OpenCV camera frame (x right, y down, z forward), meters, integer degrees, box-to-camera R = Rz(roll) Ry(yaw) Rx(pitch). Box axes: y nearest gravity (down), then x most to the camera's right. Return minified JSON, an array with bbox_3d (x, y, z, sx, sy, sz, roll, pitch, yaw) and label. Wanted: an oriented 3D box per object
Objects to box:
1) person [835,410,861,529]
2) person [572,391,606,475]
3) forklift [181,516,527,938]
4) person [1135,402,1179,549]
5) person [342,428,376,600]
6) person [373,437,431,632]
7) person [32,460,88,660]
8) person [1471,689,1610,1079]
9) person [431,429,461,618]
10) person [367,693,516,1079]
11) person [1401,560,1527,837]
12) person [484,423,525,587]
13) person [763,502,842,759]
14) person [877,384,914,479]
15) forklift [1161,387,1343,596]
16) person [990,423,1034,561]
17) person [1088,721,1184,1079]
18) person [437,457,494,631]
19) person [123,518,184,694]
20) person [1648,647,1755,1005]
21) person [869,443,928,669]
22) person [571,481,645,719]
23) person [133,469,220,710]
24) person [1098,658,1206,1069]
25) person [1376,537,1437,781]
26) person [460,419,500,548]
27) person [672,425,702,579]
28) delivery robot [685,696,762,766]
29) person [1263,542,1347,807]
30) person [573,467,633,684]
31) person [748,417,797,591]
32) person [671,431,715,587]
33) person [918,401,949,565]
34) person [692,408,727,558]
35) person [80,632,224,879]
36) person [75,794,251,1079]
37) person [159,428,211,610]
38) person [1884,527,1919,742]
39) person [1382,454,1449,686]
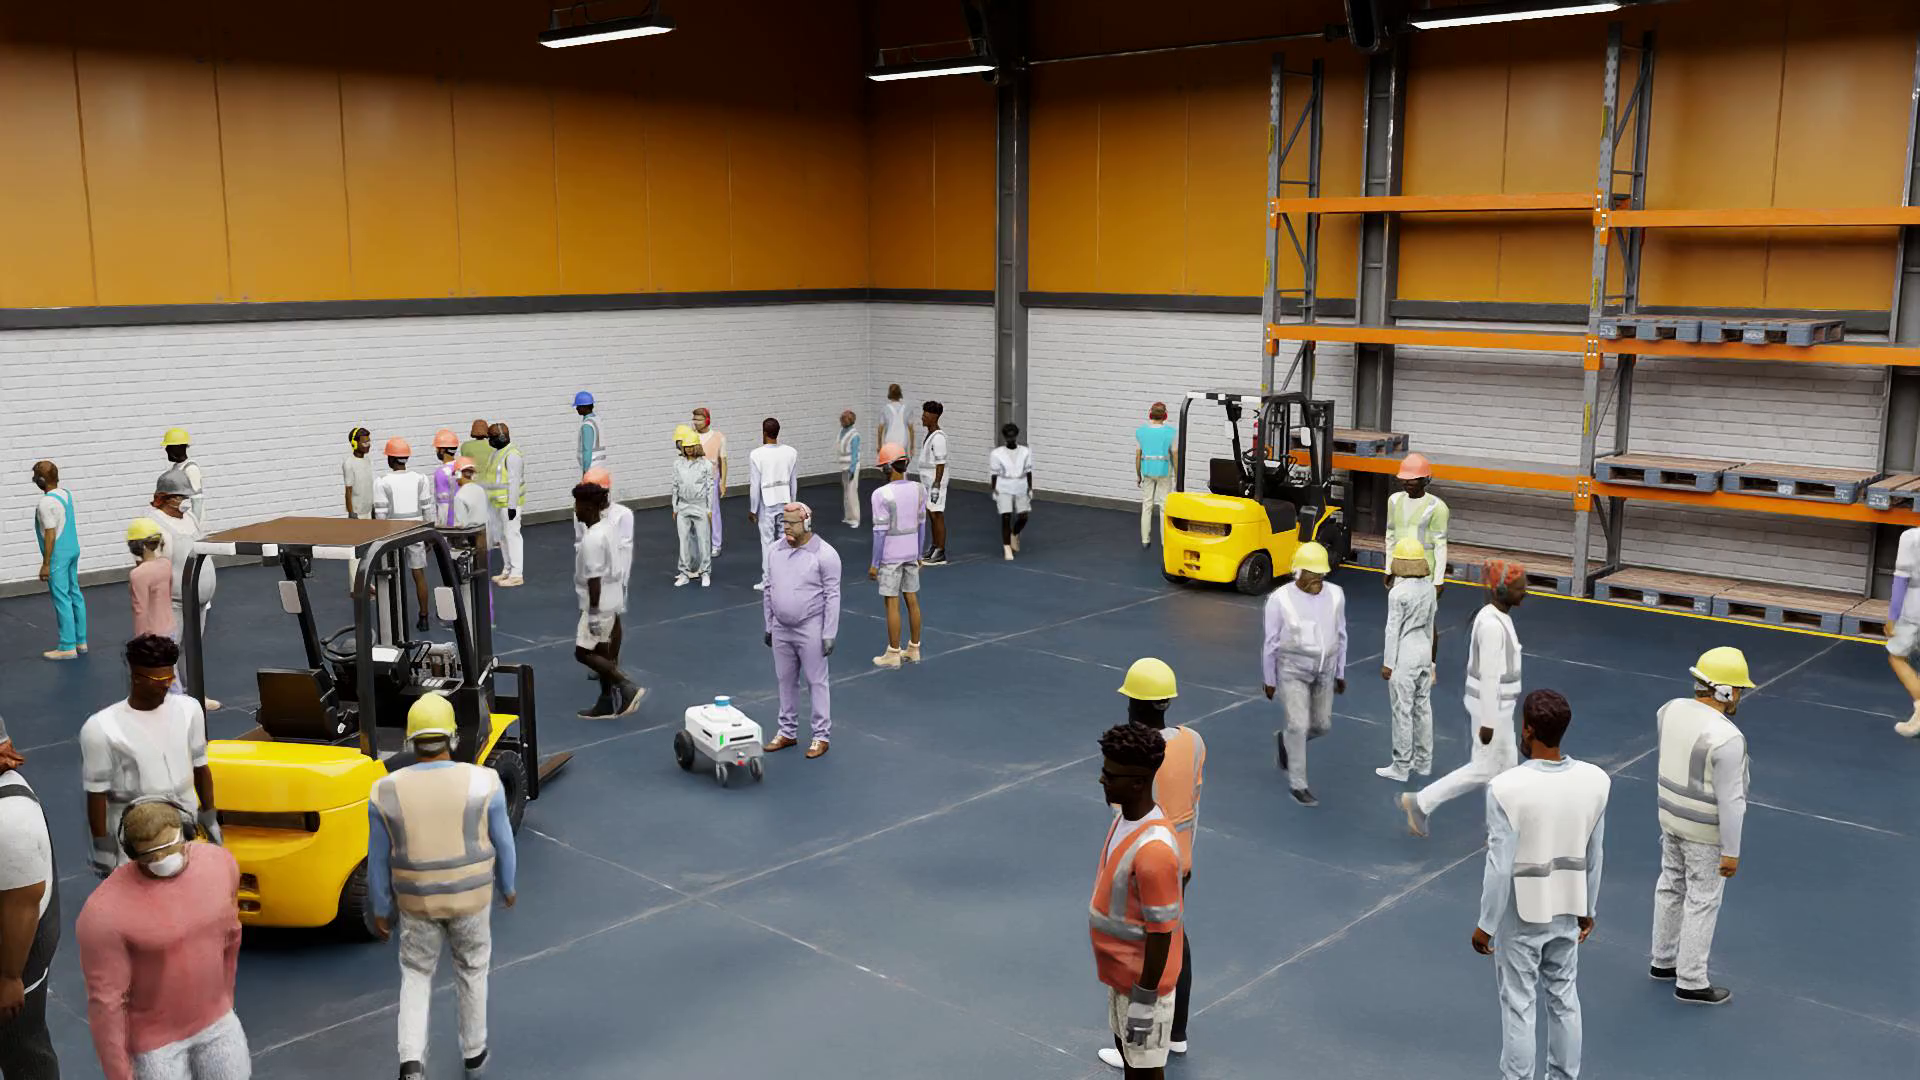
[{"bbox_3d":[-1.536,-0.970,22.501,0.329,1.608,0.659,-5,11,-27],"label":"person"},{"bbox_3d":[-4.776,-0.955,21.479,0.417,1.939,0.605,0,10,0],"label":"person"},{"bbox_3d":[-3.583,0.976,9.748,1.214,2.155,2.313,2,10,11],"label":"forklift"},{"bbox_3d":[2.470,-0.800,20.840,0.568,1.849,0.386,4,11,22],"label":"person"},{"bbox_3d":[-6.429,-0.284,17.885,0.323,1.861,0.511,1,10,6],"label":"person"},{"bbox_3d":[-5.452,-0.042,16.270,0.552,1.938,0.356,-7,12,-36],"label":"person"},{"bbox_3d":[-8.290,0.181,15.288,0.344,1.840,0.507,0,10,-1],"label":"person"},{"bbox_3d":[2.475,1.580,7.094,0.597,1.917,0.375,-4,11,-20],"label":"person"},{"bbox_3d":[-5.182,-0.161,16.948,0.362,1.939,0.542,3,10,16],"label":"person"},{"bbox_3d":[-2.307,1.579,7.422,0.620,1.819,0.538,-2,10,-9],"label":"person"},{"bbox_3d":[3.236,1.035,10.390,0.784,1.864,0.582,4,11,20],"label":"person"},{"bbox_3d":[-5.106,-0.405,18.666,0.429,1.831,0.632,-7,12,-35],"label":"person"},{"bbox_3d":[-1.202,0.662,12.360,0.648,1.907,0.409,5,11,28],"label":"person"},{"bbox_3d":[-0.956,-1.365,24.177,0.505,1.800,0.925,-3,10,-16],"label":"person"},{"bbox_3d":[3.298,-0.608,18.767,1.214,2.155,2.313,9,13,42],"label":"forklift"},{"bbox_3d":[0.624,-0.592,20.123,0.549,1.678,0.398,-2,10,-11],"label":"person"},{"bbox_3d":[0.678,1.663,6.489,0.367,1.966,0.607,-1,10,-5],"label":"person"},{"bbox_3d":[-4.928,0.041,16.455,0.607,1.710,0.622,2,10,10],"label":"person"},{"bbox_3d":[-6.076,0.708,12.503,0.328,1.765,0.531,0,10,-1],"label":"person"},{"bbox_3d":[3.704,1.418,8.306,0.403,1.820,0.603,-2,10,-10],"label":"person"},{"bbox_3d":[-0.577,0.143,14.952,0.605,2.035,0.384,-10,14,-43],"label":"person"},{"bbox_3d":[-2.821,0.497,13.170,0.494,1.948,0.620,0,10,2],"label":"person"},{"bbox_3d":[-6.224,0.430,13.298,0.536,2.000,0.684,2,10,9],"label":"person"},{"bbox_3d":[0.866,1.484,7.616,0.368,1.928,0.585,10,14,44],"label":"person"},{"bbox_3d":[3.183,0.839,11.844,0.480,1.733,0.343,-8,13,-39],"label":"person"},{"bbox_3d":[-6.001,-0.703,20.902,0.503,1.632,0.274,-2,10,-12],"label":"person"},{"bbox_3d":[-3.111,-0.434,18.997,0.313,1.768,0.522,1,10,7],"label":"person"},{"bbox_3d":[-1.703,1.364,11.938,0.477,0.478,0.707,-6,12,-30],"label":"delivery robot"},{"bbox_3d":[2.332,0.875,11.417,0.595,1.805,0.675,-4,11,-20],"label":"person"},{"bbox_3d":[-3.062,0.319,14.306,0.537,1.911,0.454,1,10,3],"label":"person"},{"bbox_3d":[-2.051,-0.387,18.296,0.590,1.919,0.392,-8,13,-38],"label":"person"},{"bbox_3d":[-2.979,-0.345,18.556,0.486,1.744,0.294,1,10,6],"label":"person"},{"bbox_3d":[-0.322,-0.687,19.865,0.365,1.966,0.608,-2,10,-11],"label":"person"},{"bbox_3d":[-3.105,-0.704,20.314,0.568,1.840,0.374,3,10,18],"label":"person"},{"bbox_3d":[-3.962,1.391,8.129,0.509,1.938,0.610,6,12,32],"label":"person"},{"bbox_3d":[-2.841,1.784,5.991,0.497,1.896,0.653,6,12,30],"label":"person"},{"bbox_3d":[-8.032,-0.205,17.237,0.366,1.926,0.593,-9,14,-42],"label":"person"},{"bbox_3d":[7.364,0.560,12.617,0.634,2.019,0.540,0,10,-2],"label":"person"},{"bbox_3d":[3.896,0.264,14.304,0.443,2.030,0.624,-6,12,-32],"label":"person"}]
